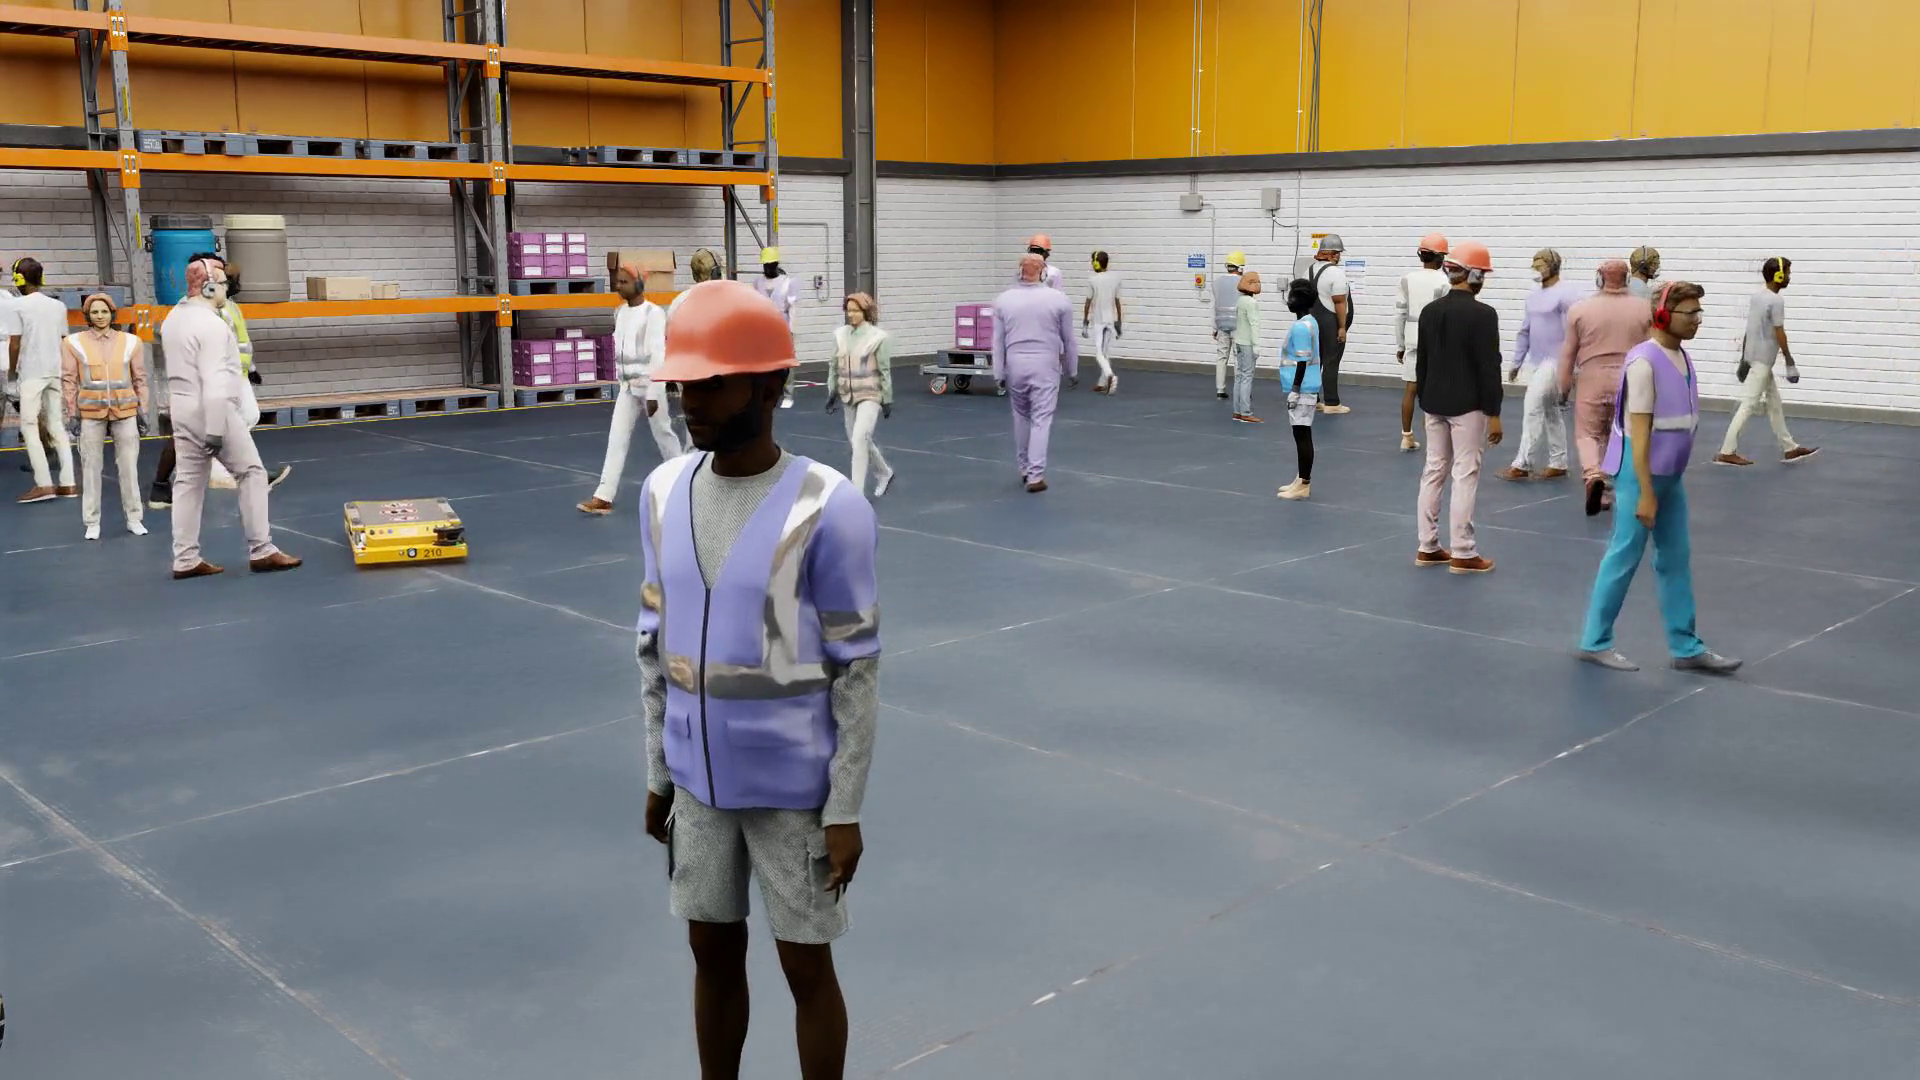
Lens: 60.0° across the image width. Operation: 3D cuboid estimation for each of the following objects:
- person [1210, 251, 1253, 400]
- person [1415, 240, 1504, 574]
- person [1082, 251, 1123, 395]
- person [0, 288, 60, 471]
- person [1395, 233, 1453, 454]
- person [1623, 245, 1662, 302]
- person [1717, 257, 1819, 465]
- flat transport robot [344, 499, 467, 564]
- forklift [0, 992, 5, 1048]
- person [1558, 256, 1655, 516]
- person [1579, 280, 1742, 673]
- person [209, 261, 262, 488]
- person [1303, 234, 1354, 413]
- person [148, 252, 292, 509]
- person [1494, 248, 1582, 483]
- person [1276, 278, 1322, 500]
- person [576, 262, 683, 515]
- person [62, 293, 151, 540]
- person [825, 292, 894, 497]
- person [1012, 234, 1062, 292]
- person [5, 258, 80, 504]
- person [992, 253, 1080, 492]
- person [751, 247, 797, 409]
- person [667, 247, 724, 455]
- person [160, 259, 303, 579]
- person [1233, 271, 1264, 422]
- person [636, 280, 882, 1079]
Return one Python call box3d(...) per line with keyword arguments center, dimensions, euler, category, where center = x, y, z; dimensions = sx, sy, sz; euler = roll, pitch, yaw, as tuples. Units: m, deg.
box3d(center=(3.348, -2.616, 20.376), dimensions=(0.592, 1.834, 0.404), euler=(8, 13, 38), category="person")
box3d(center=(3.012, -0.796, 10.018), dimensions=(0.397, 1.991, 0.629), euler=(-6, 12, -29), category="person")
box3d(center=(1.851, -2.768, 21.239), dimensions=(0.539, 1.841, 0.800), euler=(-5, 11, -24), category="person")
box3d(center=(-8.239, -1.498, 14.160), dimensions=(0.949, 1.870, 0.546), euler=(-4, 11, -21), category="person")
box3d(center=(4.351, -1.819, 15.457), dimensions=(0.616, 2.041, 0.383), euler=(10, 14, 43), category="person")
box3d(center=(5.599, -1.472, 13.850), dimensions=(0.355, 1.937, 0.635), euler=(0, 10, 2), category="person")
box3d(center=(7.165, -1.549, 14.588), dimensions=(0.959, 1.826, 0.517), euler=(1, 10, 6), category="person")
box3d(center=(-3.626, -0.081, 10.814), dimensions=(0.652, 0.197, 1.431), euler=(-4, 11, -22), category="flat transport robot")
box3d(center=(-3.245, 0.323, 3.363), dimensions=(2.313, 2.155, 1.214), euler=(2, 11, 13), category="forklift")
box3d(center=(4.676, -1.102, 12.017), dimensions=(0.654, 1.879, 0.815), euler=(2, 11, 12), category="person")
box3d(center=(3.263, -0.276, 7.684), dimensions=(0.583, 1.837, 0.596), euler=(9, 14, 41), category="person")
box3d(center=(-5.918, -1.333, 13.410), dimensions=(0.444, 1.820, 0.639), euler=(-2, 11, -9), category="person")
box3d(center=(4.235, -2.471, 19.020), dimensions=(0.539, 2.000, 0.688), euler=(-5, 11, -25), category="person")
box3d(center=(-5.610, -1.193, 12.447), dimensions=(1.065, 1.887, 0.614), euler=(-7, 13, -34), category="person")
box3d(center=(4.675, -1.411, 13.587), dimensions=(0.865, 1.906, 0.663), euler=(-2, 11, -10), category="person")
box3d(center=(2.607, -1.152, 12.760), dimensions=(0.318, 1.699, 0.532), euler=(3, 11, 16), category="person")
box3d(center=(-2.357, -1.099, 12.122), dimensions=(0.597, 1.829, 0.974), euler=(9, 14, 41), category="person")
box3d(center=(-5.710, -0.829, 11.155), dimensions=(0.515, 1.641, 0.314), euler=(-7, 12, -33), category="person")
box3d(center=(-0.704, -1.072, 12.568), dimensions=(0.506, 1.606, 0.760), euler=(8, 13, 36), category="person")
box3d(center=(0.908, -2.550, 19.469), dimensions=(0.604, 2.039, 0.401), euler=(3, 11, 18), category="person")
box3d(center=(-6.981, -1.208, 12.662), dimensions=(0.516, 1.846, 0.698), euler=(4, 11, 21), category="person")
box3d(center=(0.627, -1.350, 13.381), dimensions=(0.660, 1.871, 0.924), euler=(3, 11, 17), category="person")
box3d(center=(-2.169, -2.434, 19.250), dimensions=(0.594, 1.884, 0.859), euler=(3, 11, 14), category="person")
box3d(center=(-1.697, -1.009, 11.327), dimensions=(0.631, 1.940, 0.372), euler=(7, 12, 33), category="person")
box3d(center=(-4.374, -0.719, 9.916), dimensions=(0.650, 1.878, 0.821), euler=(8, 13, 37), category="person")
box3d(center=(3.142, -2.099, 18.096), dimensions=(0.284, 1.636, 0.500), euler=(-2, 11, -9), category="person")
box3d(center=(-0.422, 0.464, 3.294), dimensions=(0.547, 1.938, 0.377), euler=(6, 12, 29), category="person")
